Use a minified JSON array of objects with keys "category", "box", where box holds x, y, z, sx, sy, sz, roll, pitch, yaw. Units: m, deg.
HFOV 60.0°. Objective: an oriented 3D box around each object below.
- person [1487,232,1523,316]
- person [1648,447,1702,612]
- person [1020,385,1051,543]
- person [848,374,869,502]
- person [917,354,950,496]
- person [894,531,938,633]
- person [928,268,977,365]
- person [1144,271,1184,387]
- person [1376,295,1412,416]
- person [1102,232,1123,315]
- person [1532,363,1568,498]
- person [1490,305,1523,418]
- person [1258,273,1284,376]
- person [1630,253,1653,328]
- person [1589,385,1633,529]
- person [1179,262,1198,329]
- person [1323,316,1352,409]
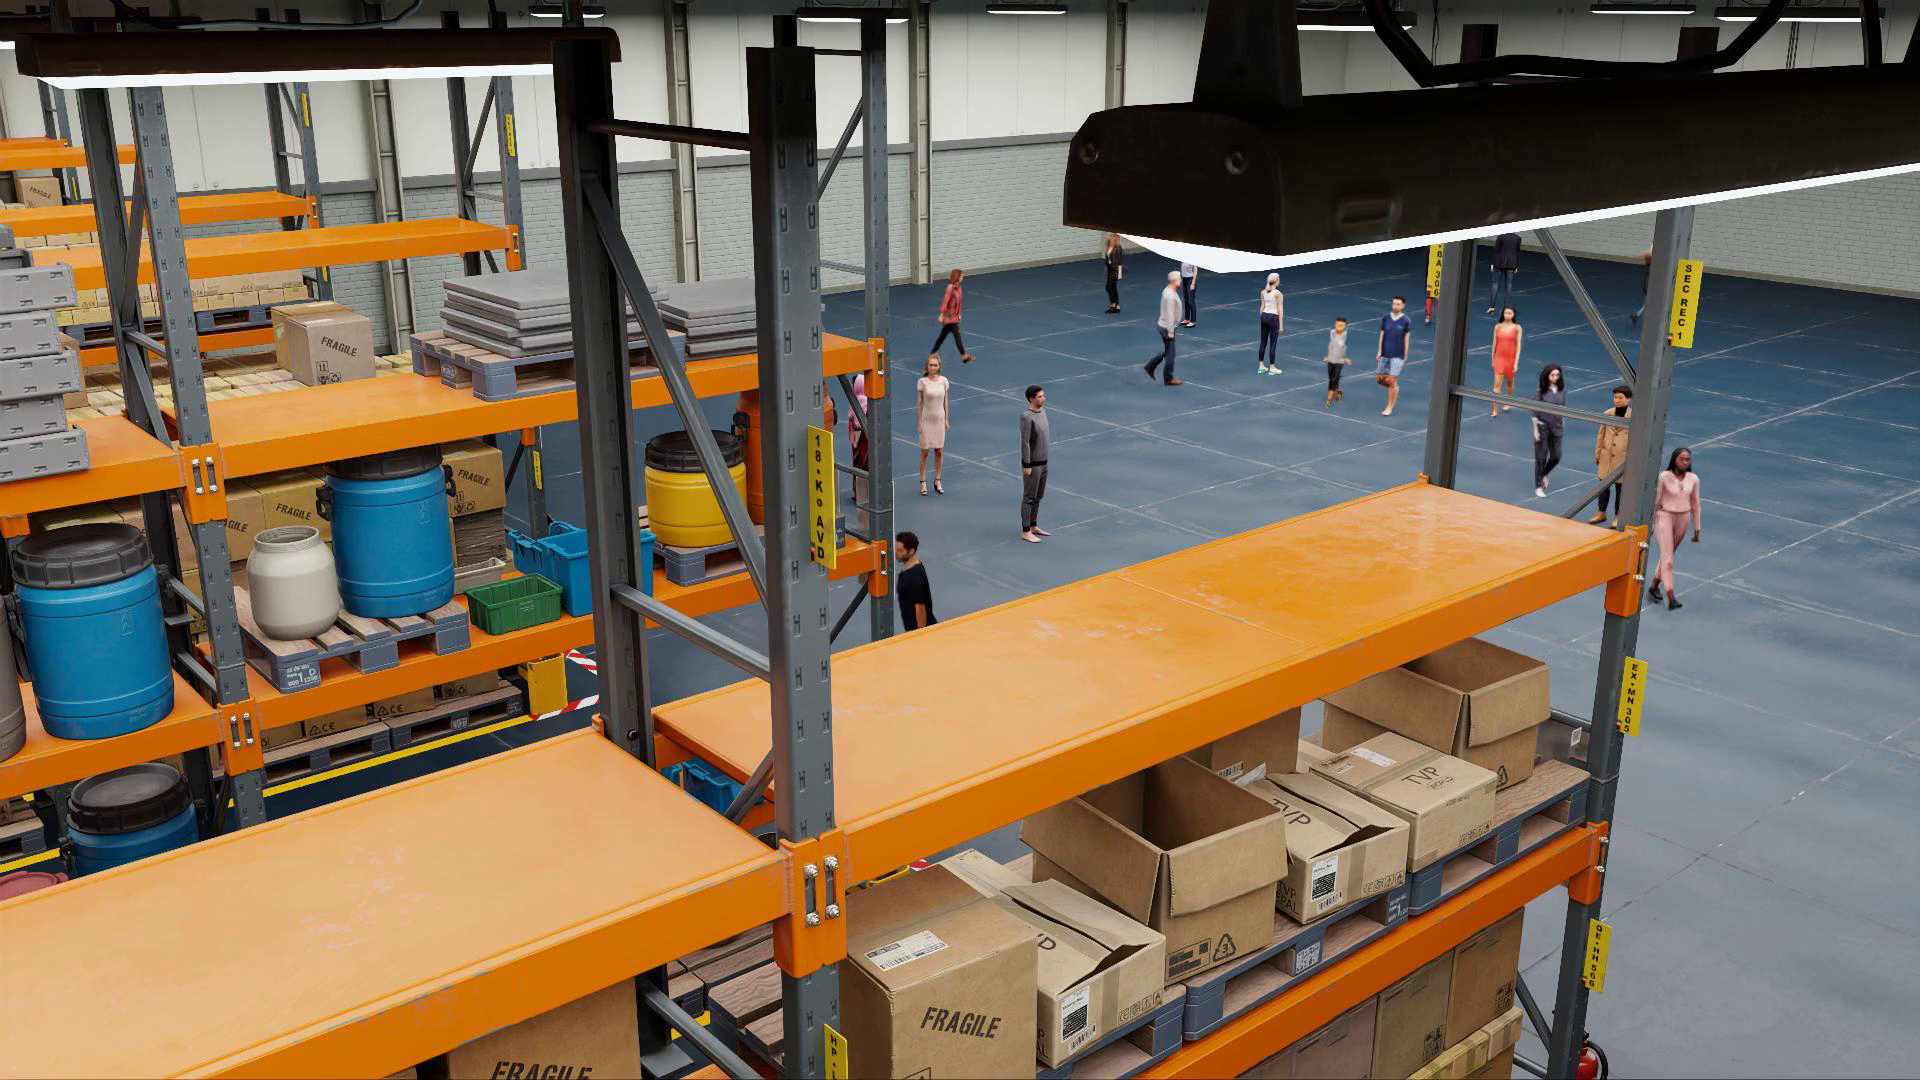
[{"category":"person","box":[9.898,-5.002,30.321,0.824,1.783,0.787,2,18,7]},{"category":"person","box":[7.403,-0.147,17.397,1.097,1.690,1.085,-1,18,-4]},{"category":"person","box":[0.877,-0.927,19.544,0.824,1.843,0.638,9,20,26]},{"category":"person","box":[-1.220,-1.292,21.006,0.839,1.633,0.770,2,18,7]},{"category":"person","box":[-0.355,-1.491,21.301,0.568,1.828,0.700,-5,19,-15]},{"category":"person","box":[-0.267,0.808,14.285,1.239,1.801,1.094,-1,18,-3]},{"category":"person","box":[-0.249,-3.831,28.799,1.066,1.634,1.140,9,20,25]},{"category":"person","box":[3.342,-3.459,27.237,1.085,1.895,1.021,1,18,3]},{"category":"person","box":[6.652,-2.850,25.472,0.730,1.829,0.963,13,22,35]},{"category":"person","box":[3.183,-5.406,33.530,0.736,1.699,0.716,-7,19,-20]},{"category":"person","box":[7.475,-1.428,21.249,0.805,1.741,0.861,-2,18,-6]},{"category":"person","box":[8.336,-2.714,25.308,0.907,1.672,1.231,9,20,26]},{"category":"person","box":[5.257,-3.676,28.206,0.536,1.706,0.606,-16,24,-41]},{"category":"person","box":[13.275,-4.854,31.968,1.065,1.618,0.928,-3,18,-9]},{"category":"person","box":[7.916,-1.020,20.020,0.675,1.726,0.642,17,24,41]},{"category":"person","box":[4.457,-4.998,32.239,0.624,1.722,0.651,-6,19,-18]},{"category":"person","box":[5.955,-2.882,26.242,0.804,1.413,1.072,10,21,29]}]
